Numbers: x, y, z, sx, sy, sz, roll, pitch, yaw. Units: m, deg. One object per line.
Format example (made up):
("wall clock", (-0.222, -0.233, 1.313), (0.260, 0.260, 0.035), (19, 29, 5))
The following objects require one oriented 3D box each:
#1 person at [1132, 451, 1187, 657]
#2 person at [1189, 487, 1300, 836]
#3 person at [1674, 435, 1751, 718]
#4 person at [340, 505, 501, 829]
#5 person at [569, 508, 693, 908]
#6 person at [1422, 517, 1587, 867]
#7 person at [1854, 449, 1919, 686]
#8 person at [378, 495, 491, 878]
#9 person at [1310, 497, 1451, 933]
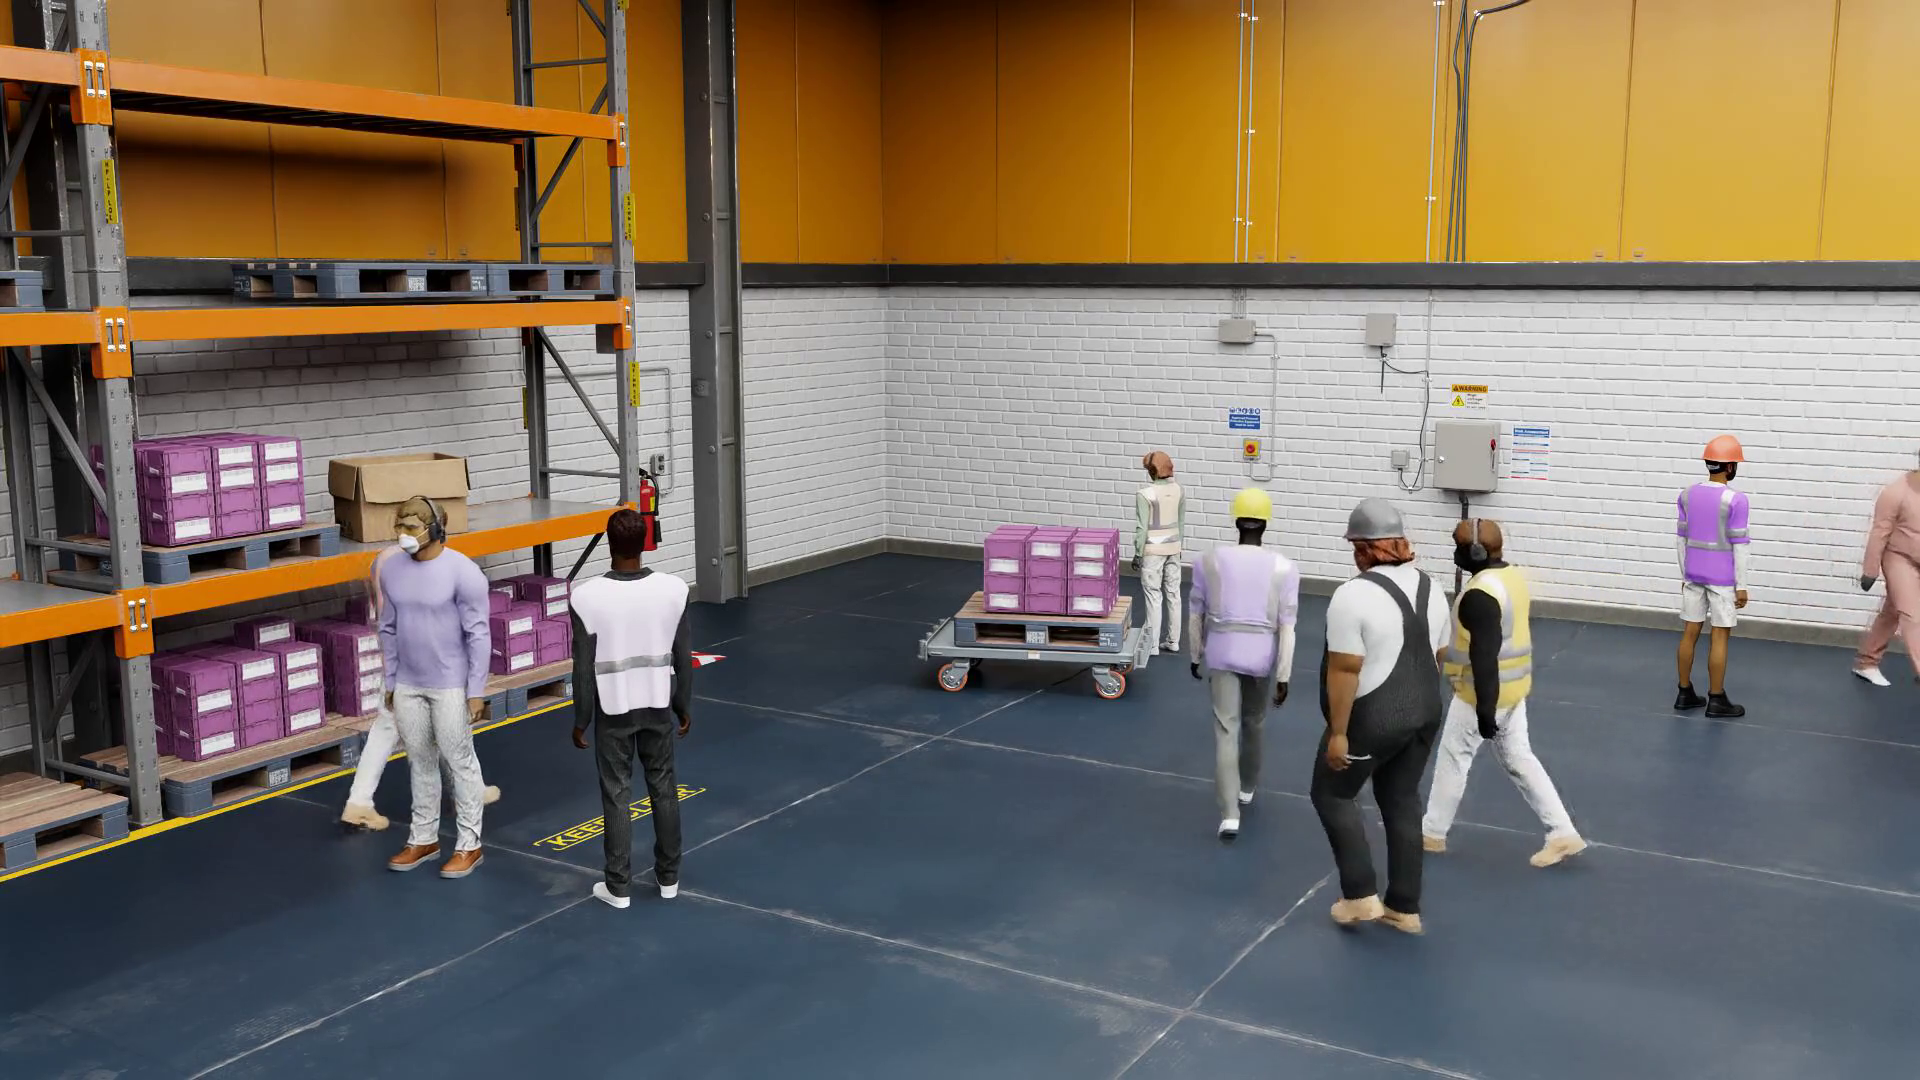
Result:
("person", (1.581, 0.110, 13.184), (0.511, 1.640, 0.308), (-7, 11, -37))
("person", (1.554, 0.648, 9.147), (0.587, 1.878, 1.038), (1, 9, 6))
("person", (5.171, 0.246, 11.405), (0.354, 1.939, 0.544), (-5, 10, -27))
("person", (-3.014, 0.684, 9.138), (0.625, 1.802, 0.939), (5, 10, 29))
("person", (-1.564, 0.805, 7.977), (0.597, 1.918, 0.382), (-5, 10, -28))
("person", (2.766, 0.782, 8.533), (0.938, 1.802, 0.655), (6, 11, 35))
("person", (6.873, 0.215, 11.908), (0.641, 1.839, 1.046), (-3, 10, -20))
("person", (-2.644, 0.732, 8.369), (0.630, 1.938, 0.366), (4, 10, 22))
("person", (1.908, 0.798, 7.641), (0.747, 2.000, 0.549), (-6, 11, -32))
